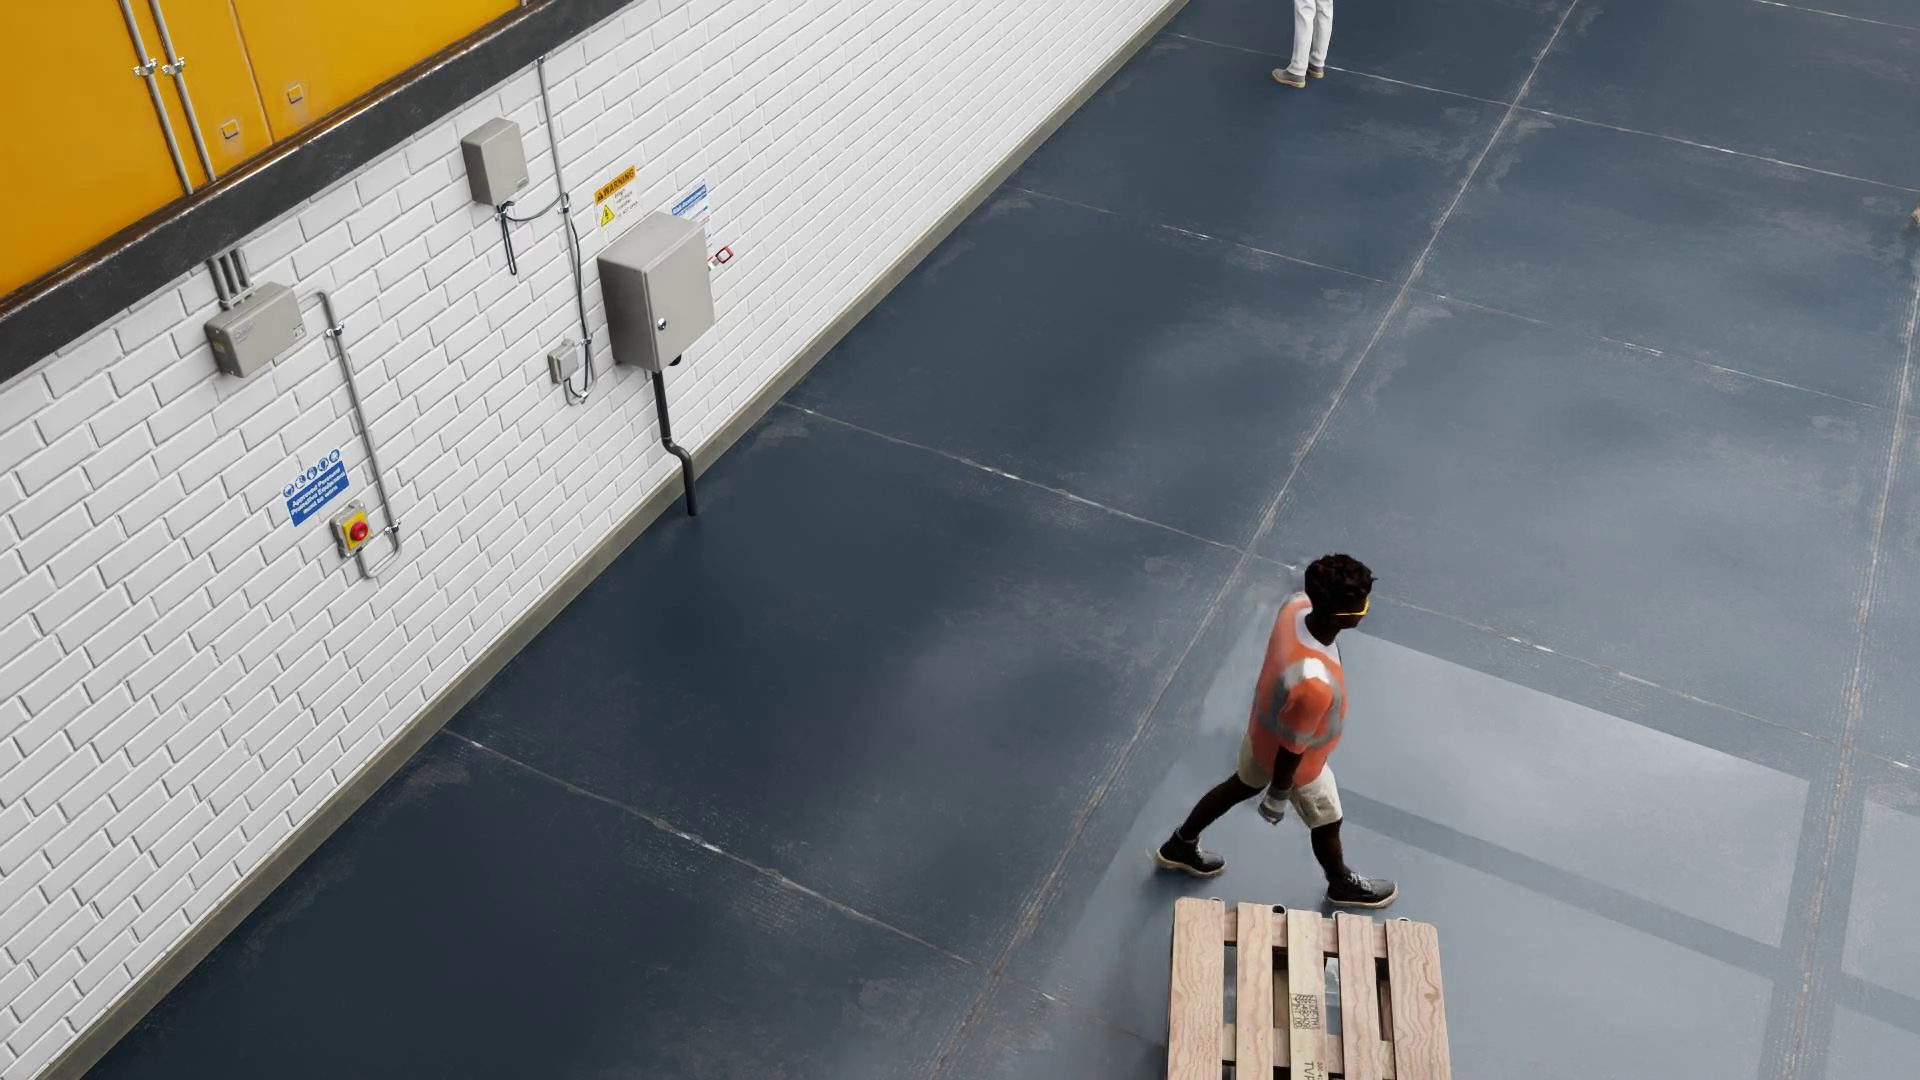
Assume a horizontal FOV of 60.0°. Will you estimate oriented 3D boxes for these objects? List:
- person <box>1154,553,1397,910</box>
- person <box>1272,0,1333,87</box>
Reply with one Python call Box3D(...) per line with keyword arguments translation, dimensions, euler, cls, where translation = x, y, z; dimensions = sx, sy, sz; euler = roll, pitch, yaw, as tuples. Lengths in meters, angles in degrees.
Box3D(translation=(1.334, 0.787, 6.671), dimensions=(1.036, 1.911, 0.616), euler=(1, 41, 1), cls="person")
Box3D(translation=(2.714, -4.406, 12.709), dimensions=(0.572, 1.886, 0.354), euler=(-29, 49, -29), cls="person")
